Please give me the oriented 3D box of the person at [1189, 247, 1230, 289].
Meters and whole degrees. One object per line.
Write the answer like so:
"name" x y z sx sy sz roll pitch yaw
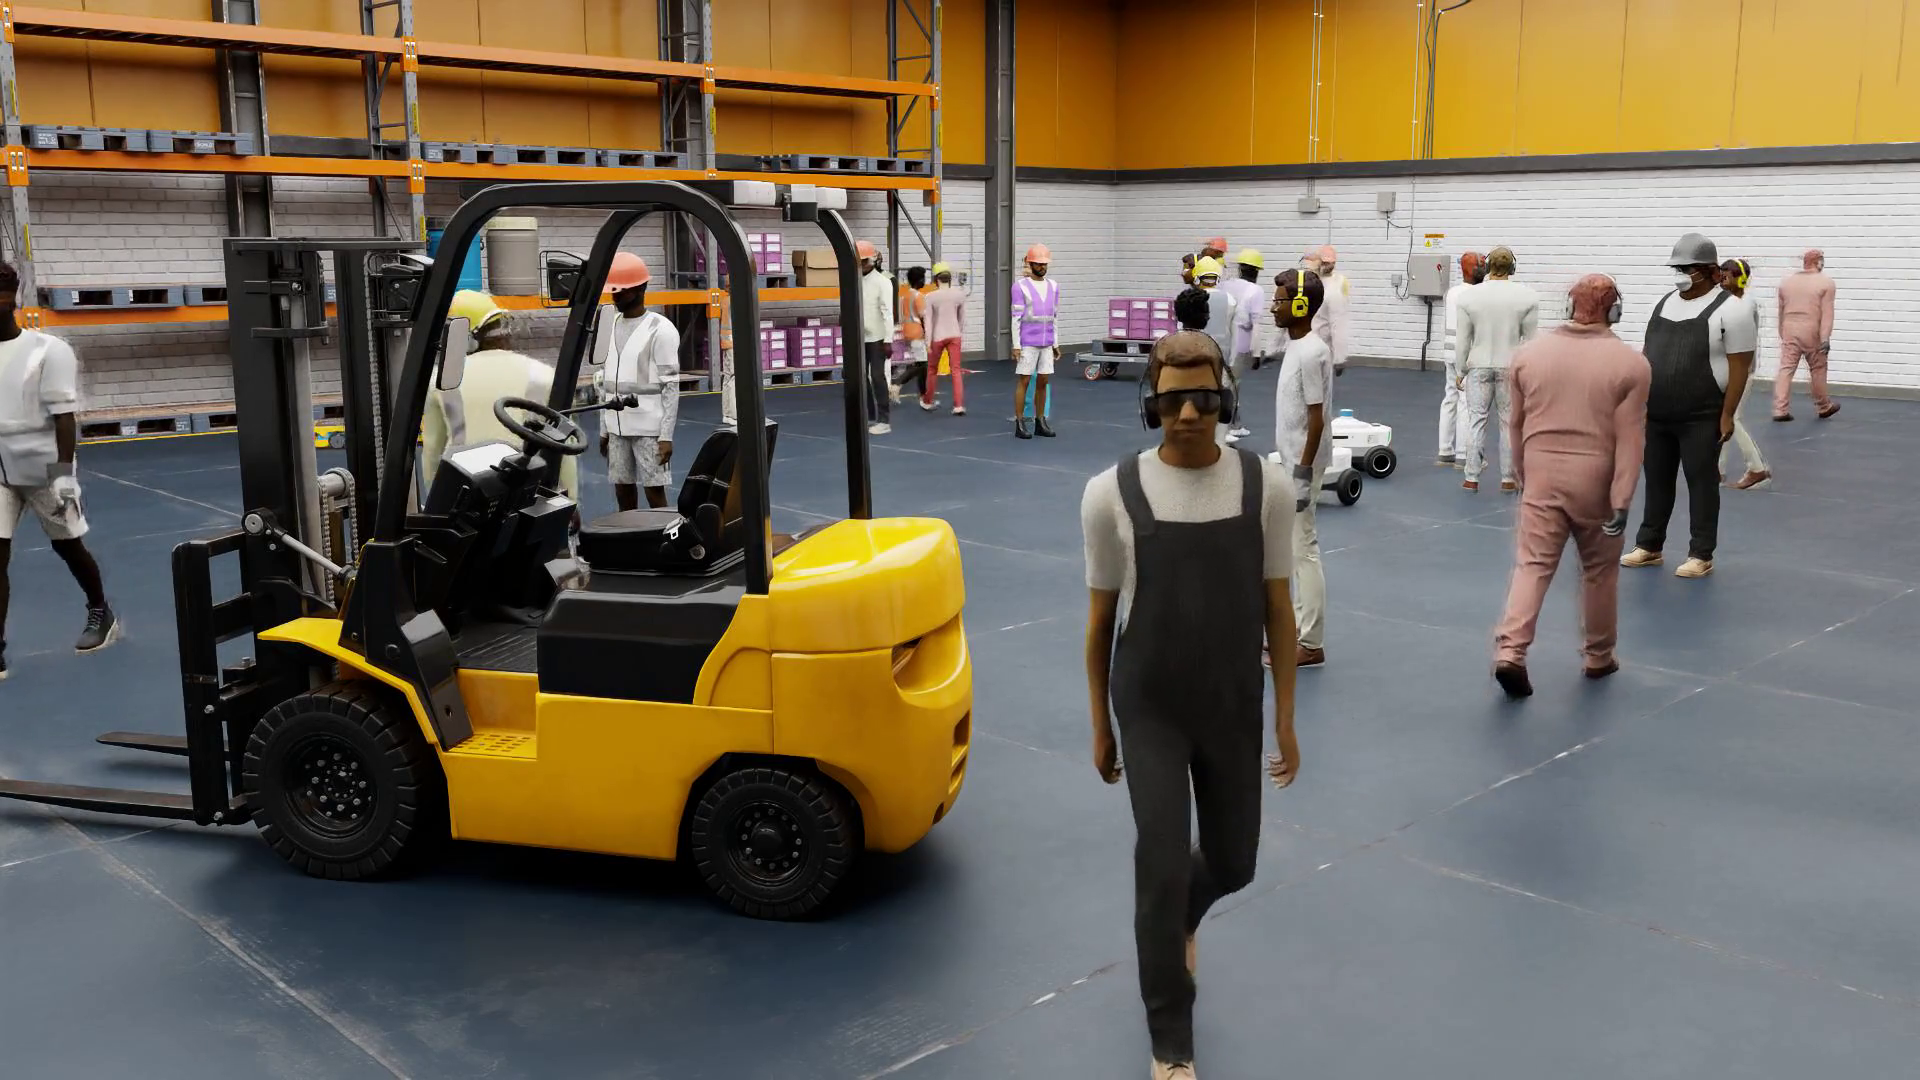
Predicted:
"person" 3.663 -3.403 24.643 0.627 1.846 0.429 -2 11 -13

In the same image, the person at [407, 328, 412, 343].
"person" -5.833 -1.877 16.998 0.566 1.589 0.316 -2 11 -11

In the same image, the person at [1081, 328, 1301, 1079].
"person" 0.539 0.391 4.024 0.519 1.818 0.733 -1 10 -5

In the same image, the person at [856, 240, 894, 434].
"person" -0.929 -2.062 16.990 0.638 1.967 0.465 10 14 43

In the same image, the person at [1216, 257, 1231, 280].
"person" 3.910 -3.471 25.317 0.362 1.730 0.554 -6 12 -28

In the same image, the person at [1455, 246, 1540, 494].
"person" 4.193 -1.325 13.050 0.632 1.940 0.372 3 11 15

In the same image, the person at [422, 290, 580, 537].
"person" -1.944 -0.188 7.257 0.767 1.794 0.404 -3 11 -15

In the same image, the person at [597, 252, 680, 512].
"person" -1.810 -0.621 9.240 0.542 1.929 0.369 6 12 30

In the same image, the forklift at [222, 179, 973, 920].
"forklift" -1.114 -0.058 5.440 2.313 2.155 1.214 2 11 13

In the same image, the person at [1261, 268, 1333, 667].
"person" 1.580 -0.328 7.801 0.329 1.871 0.513 1 10 7

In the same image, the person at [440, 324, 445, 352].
"person" -3.183 -0.745 10.702 0.307 1.641 0.511 -6 12 -28

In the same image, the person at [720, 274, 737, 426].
"person" -2.393 -2.031 17.713 0.312 1.639 0.520 -5 11 -23

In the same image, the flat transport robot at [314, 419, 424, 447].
"flat transport robot" -5.684 -1.055 16.127 1.431 0.197 0.652 -3 11 -17

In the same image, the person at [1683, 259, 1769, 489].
"person" 6.182 -1.312 13.258 0.623 1.842 0.517 1 10 3

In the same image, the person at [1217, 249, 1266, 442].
"person" 2.759 -1.903 16.371 0.766 1.875 0.610 -8 13 -37

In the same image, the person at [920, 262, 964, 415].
"person" -0.189 -2.287 18.900 0.537 1.717 0.893 -4 11 -21

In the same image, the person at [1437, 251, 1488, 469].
"person" 4.391 -1.558 14.465 0.337 1.883 0.584 -3 11 -16

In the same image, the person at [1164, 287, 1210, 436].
"person" 1.448 -0.766 10.671 0.319 1.698 0.537 1 10 4

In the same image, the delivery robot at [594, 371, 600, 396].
"delivery robot" -4.141 -1.924 19.835 0.477 0.478 0.707 0 10 -1

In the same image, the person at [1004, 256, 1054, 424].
"person" 0.788 -2.139 17.868 0.386 1.821 0.709 -9 14 -40

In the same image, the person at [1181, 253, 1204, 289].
"person" 2.164 -1.673 15.188 0.329 1.857 0.502 1 10 8

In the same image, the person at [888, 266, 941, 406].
"person" -0.545 -2.385 19.540 0.665 1.673 0.534 -3 11 -18

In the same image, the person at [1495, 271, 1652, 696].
"person" 2.698 -0.247 7.375 0.637 1.871 0.931 8 13 37

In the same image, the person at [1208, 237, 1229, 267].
"person" 3.722 -3.582 25.189 0.618 2.004 0.645 -5 12 -26

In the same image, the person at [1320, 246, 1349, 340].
"person" 4.496 -2.662 20.497 0.558 1.888 1.016 4 11 21

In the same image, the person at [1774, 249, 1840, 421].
"person" 9.291 -2.231 18.185 0.965 1.856 0.678 -7 12 -33

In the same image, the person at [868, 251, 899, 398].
"person" -1.074 -2.670 20.651 0.626 1.844 0.429 5 12 27

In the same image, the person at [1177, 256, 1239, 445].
"person" 2.201 -1.619 14.942 0.590 1.833 0.404 -3 11 -16

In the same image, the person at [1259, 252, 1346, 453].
"person" 3.063 -1.668 15.107 0.915 1.862 0.736 -6 12 -28

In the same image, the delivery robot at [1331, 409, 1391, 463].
"delivery robot" 3.249 -0.857 14.017 0.707 0.478 0.477 -1 10 -5

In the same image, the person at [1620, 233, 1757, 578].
"person" 4.297 -0.803 9.920 0.539 2.000 0.688 -7 12 -32

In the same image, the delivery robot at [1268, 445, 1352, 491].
"delivery robot" 2.616 -0.568 12.441 0.707 0.478 0.477 -10 14 -44

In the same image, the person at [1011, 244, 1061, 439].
"person" 0.777 -1.978 16.612 0.551 1.935 0.375 -6 12 -30

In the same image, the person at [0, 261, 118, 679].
"person" -4.338 -0.340 7.748 0.623 1.926 0.976 1 10 3
